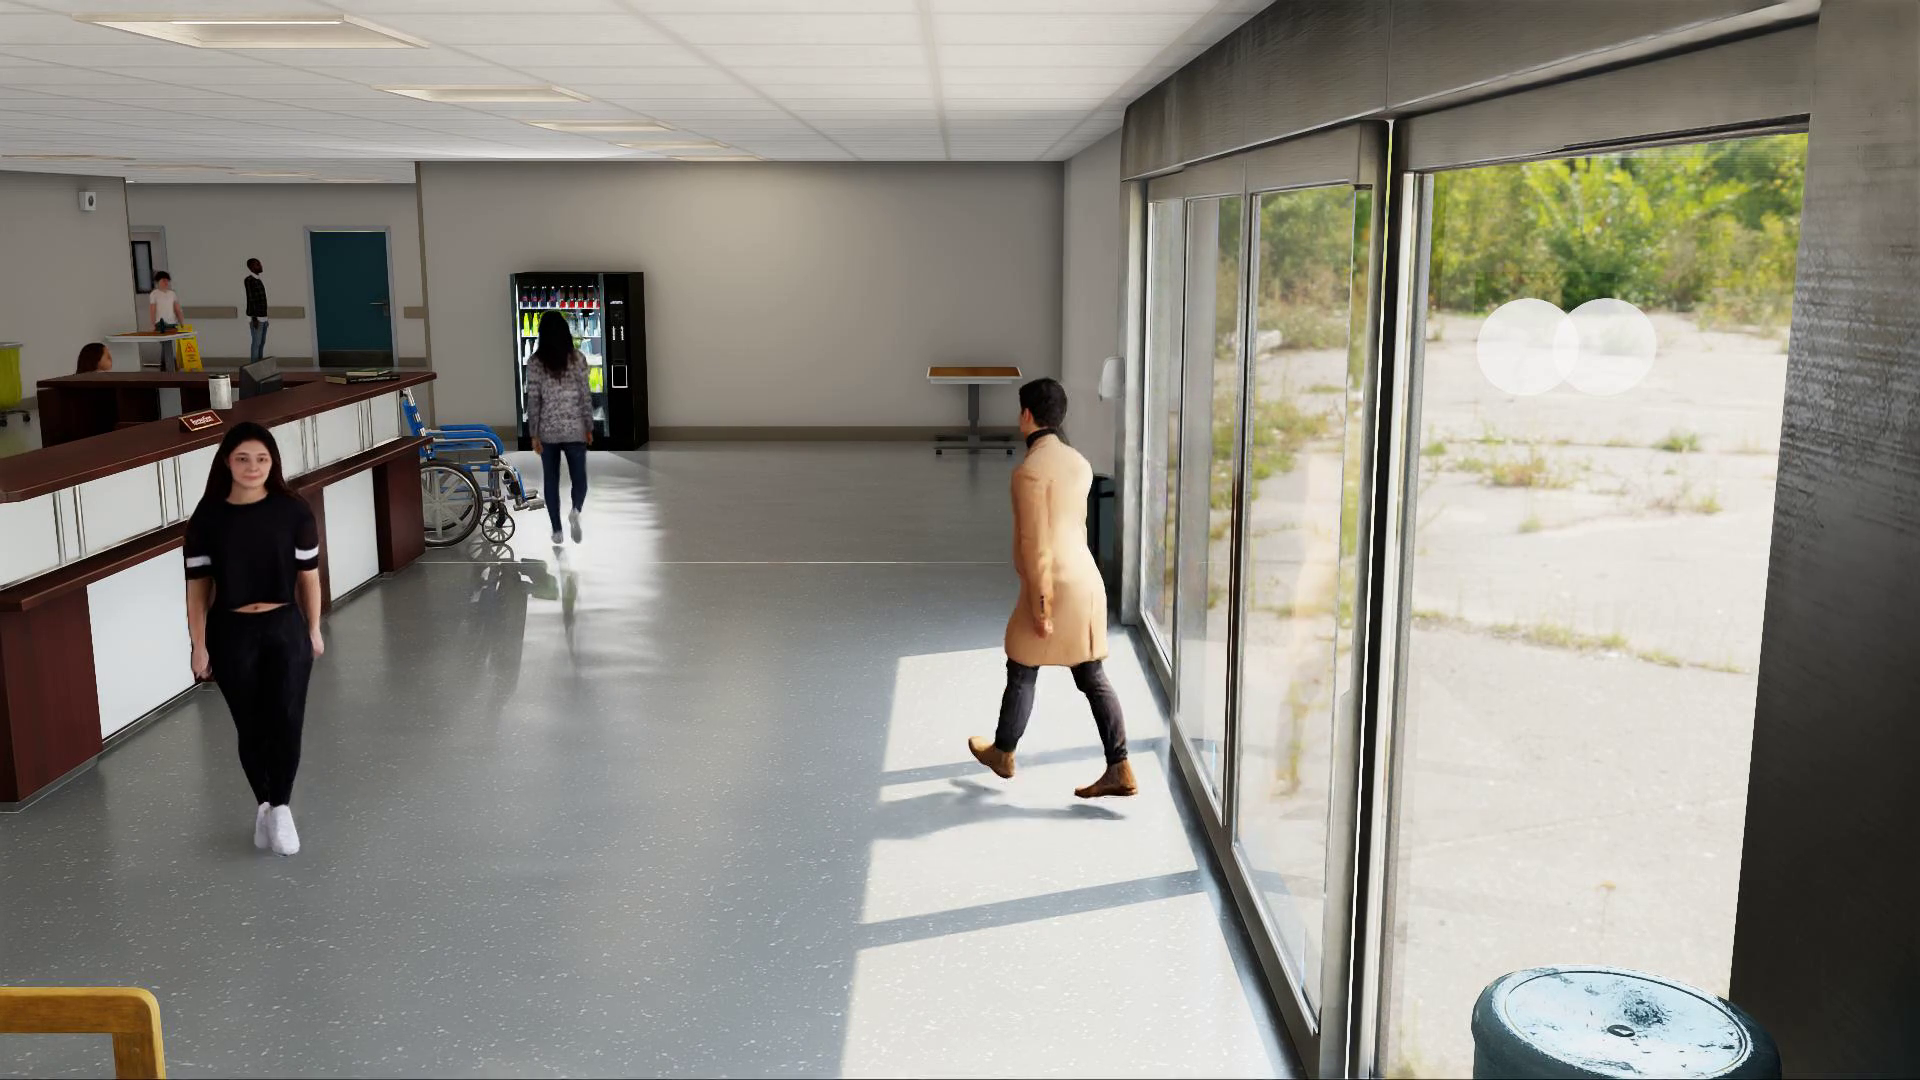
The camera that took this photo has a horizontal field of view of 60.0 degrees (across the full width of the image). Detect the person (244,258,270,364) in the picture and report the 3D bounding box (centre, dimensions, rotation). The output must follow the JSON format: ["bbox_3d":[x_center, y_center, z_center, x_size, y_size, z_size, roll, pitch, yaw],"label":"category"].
[{"bbox_3d":[-10.924,-3.460,25.823,0.573,1.821,0.675,-1,11,-5],"label":"person"}]

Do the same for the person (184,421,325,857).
[{"bbox_3d":[-2.632,0.357,6.245,0.723,1.622,0.801,-5,12,-23],"label":"person"}]

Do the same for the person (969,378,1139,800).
[{"bbox_3d":[0.468,0.227,6.645,1.171,1.685,1.069,7,13,34],"label":"person"}]

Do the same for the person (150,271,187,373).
[{"bbox_3d":[-11.855,-3.157,24.744,1.115,1.628,0.957,7,13,33],"label":"person"}]

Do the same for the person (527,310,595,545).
[{"bbox_3d":[-2.859,-0.770,11.949,1.001,1.709,0.816,-3,11,-13],"label":"person"}]
